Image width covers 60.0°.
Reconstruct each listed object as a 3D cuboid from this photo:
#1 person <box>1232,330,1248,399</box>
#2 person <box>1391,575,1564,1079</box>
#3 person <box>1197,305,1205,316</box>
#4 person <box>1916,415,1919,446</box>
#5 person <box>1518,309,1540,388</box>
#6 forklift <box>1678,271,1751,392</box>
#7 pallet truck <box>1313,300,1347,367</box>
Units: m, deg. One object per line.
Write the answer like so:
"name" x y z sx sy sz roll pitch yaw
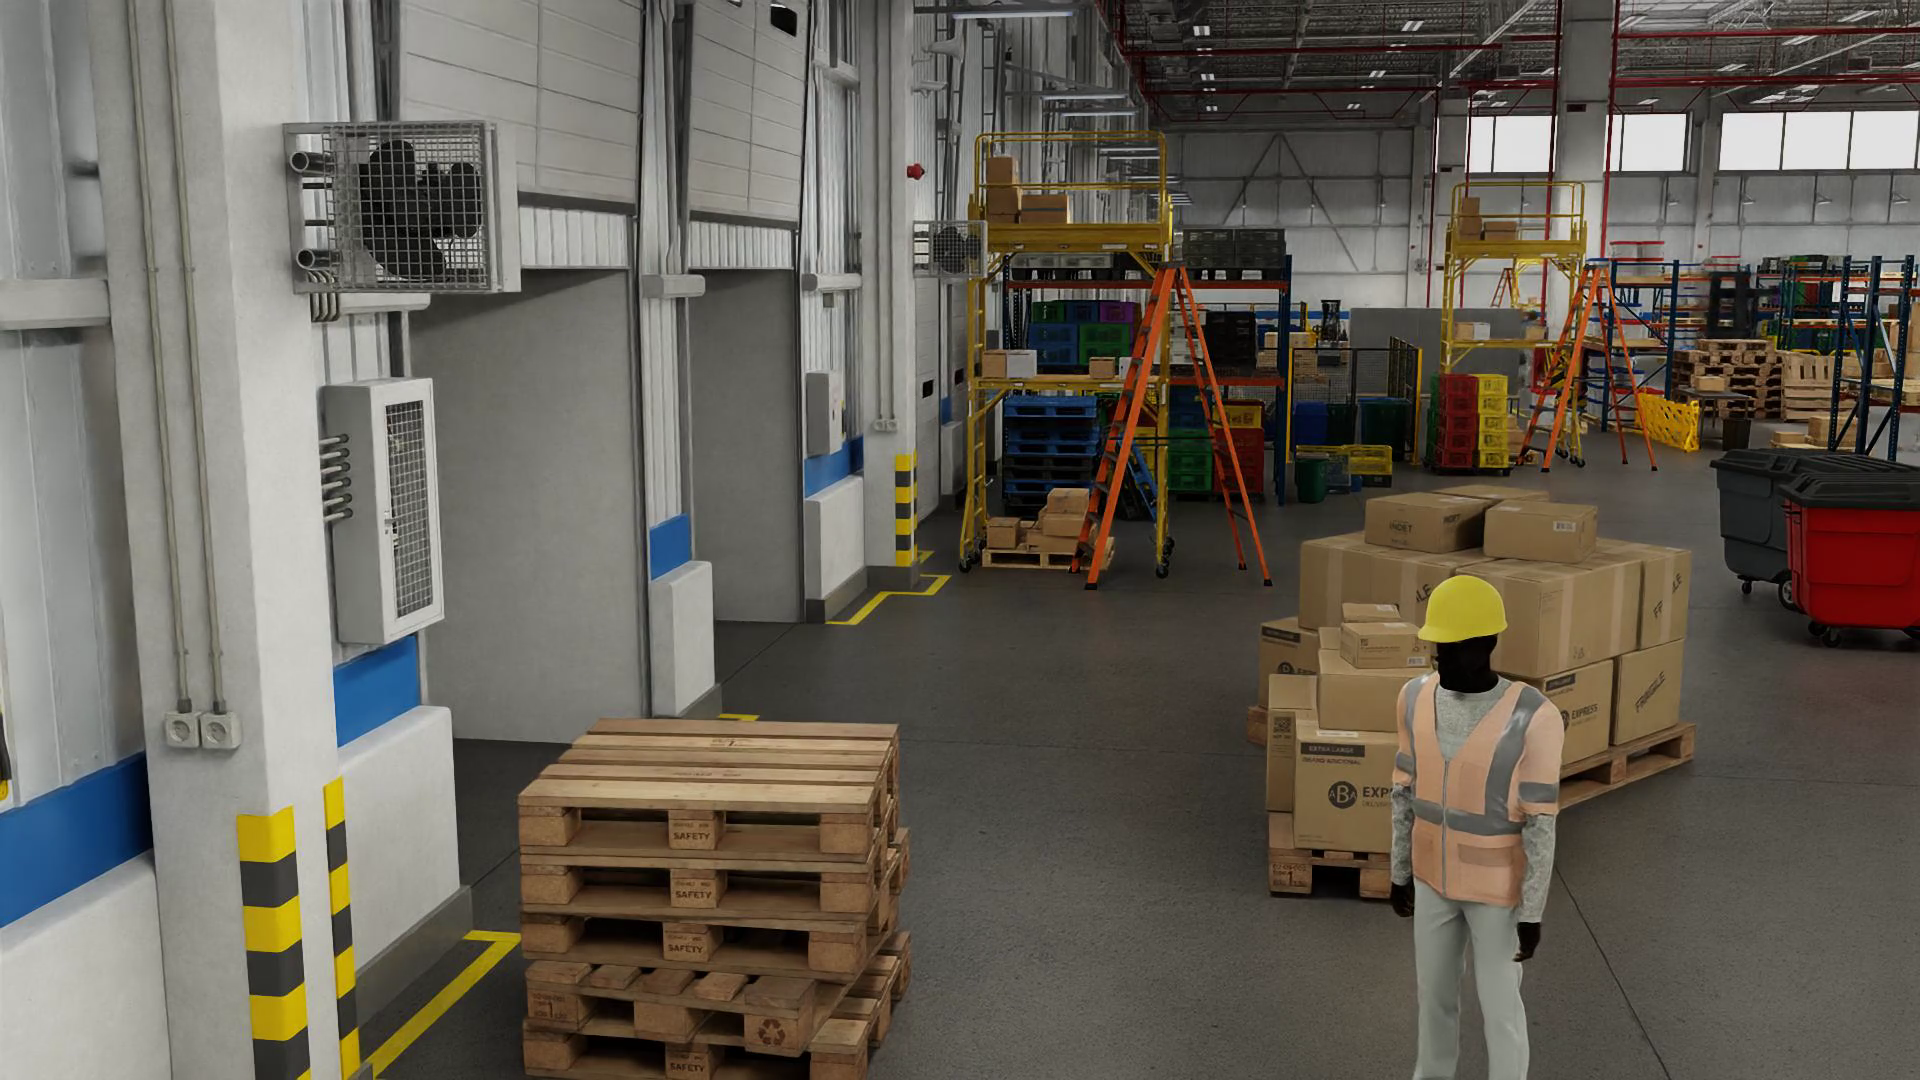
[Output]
"person" 5.846 -3.586 34.728 0.314 1.631 0.518 -3 10 -15
"person" 1.581 1.055 5.221 0.394 1.920 0.584 -7 12 -38
"person" 6.385 -5.300 44.390 0.544 1.929 0.390 -8 12 -40
"person" 15.729 -2.359 26.837 0.485 1.737 0.320 -4 10 -23
"person" 13.698 -4.580 39.979 0.673 1.918 0.638 -5 11 -30
"forklift" 17.710 -4.819 38.485 1.873 2.768 1.129 -4 10 -21
"pallet truck" 11.159 -6.200 49.718 0.823 1.965 1.885 4 10 26
